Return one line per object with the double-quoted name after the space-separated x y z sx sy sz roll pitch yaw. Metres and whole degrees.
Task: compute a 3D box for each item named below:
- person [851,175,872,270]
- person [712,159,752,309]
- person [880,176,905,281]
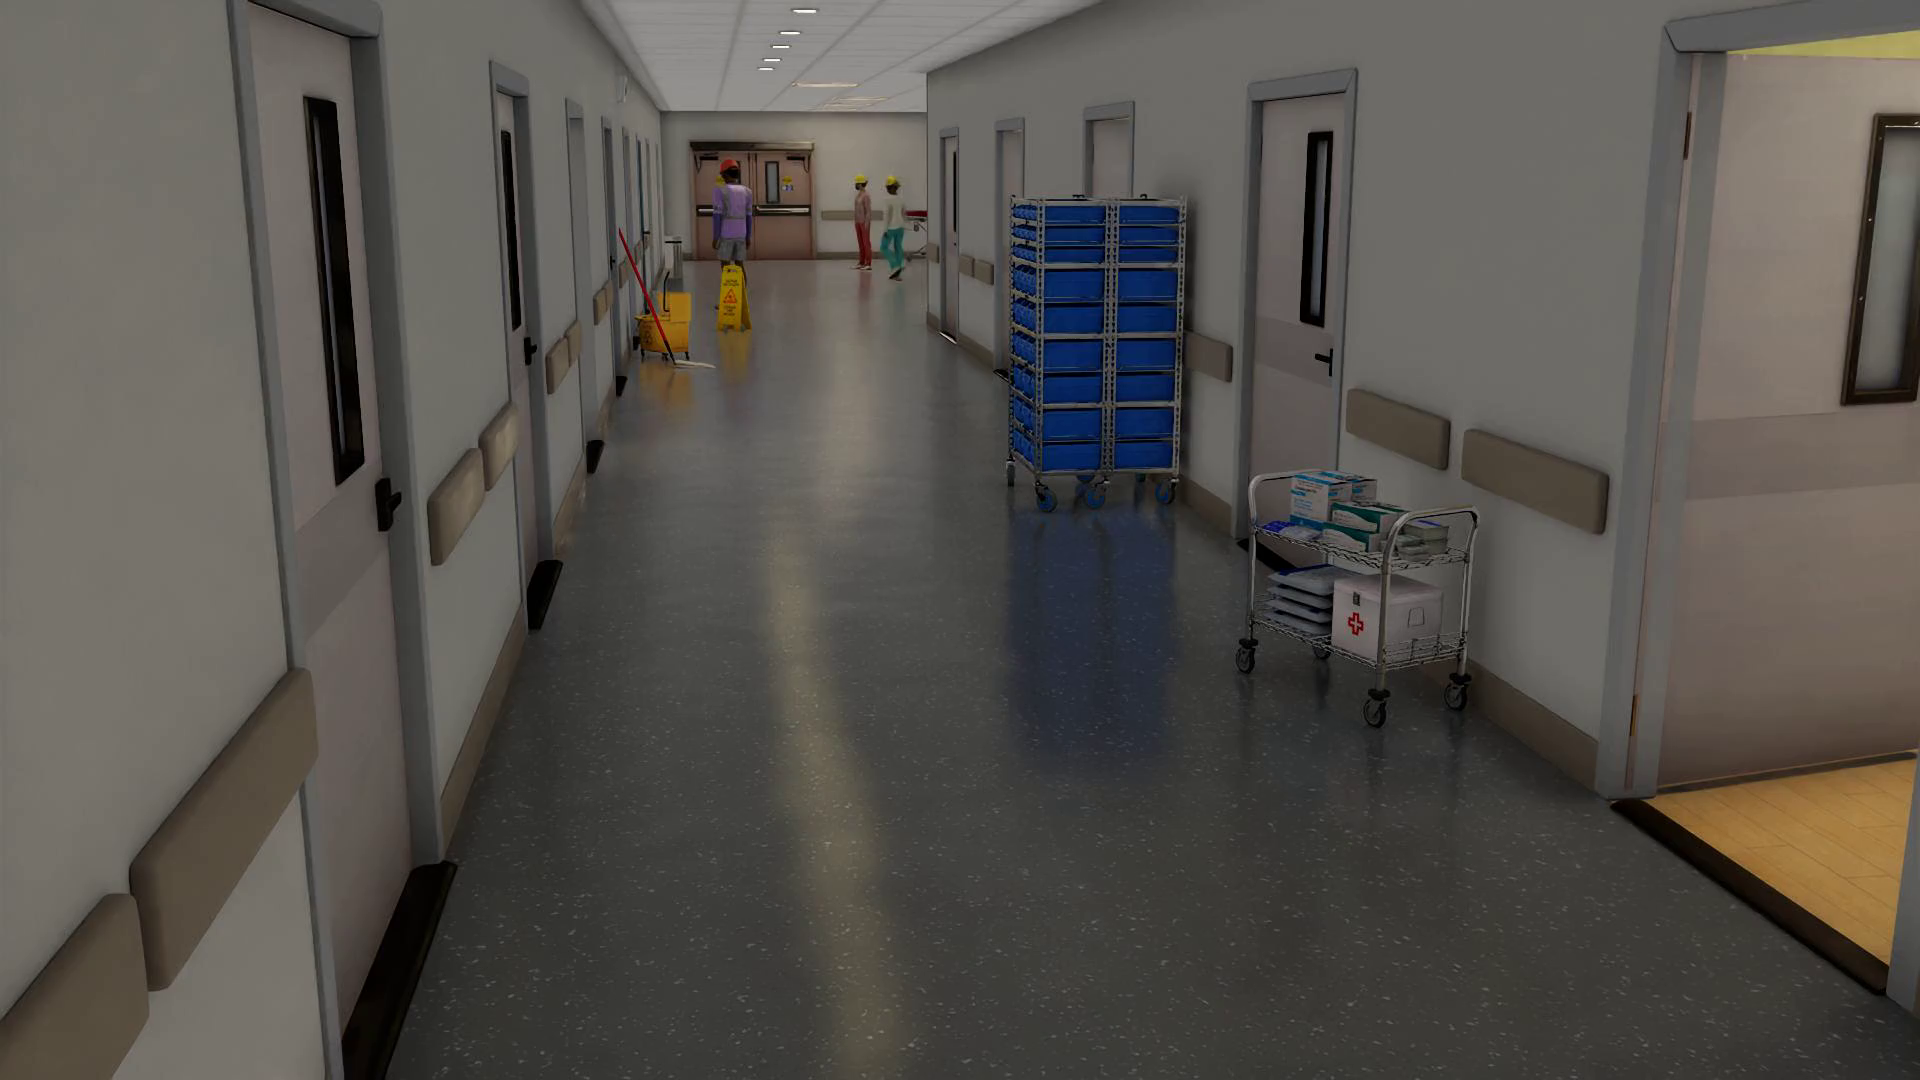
-1.844 -5.945 31.167 0.312 1.768 0.530 -7 14 -28 "person"
-3.108 -4.149 22.617 0.615 2.028 0.409 -12 17 -42 "person"
-1.138 -5.276 28.226 0.524 1.758 0.367 -12 17 -43 "person"
